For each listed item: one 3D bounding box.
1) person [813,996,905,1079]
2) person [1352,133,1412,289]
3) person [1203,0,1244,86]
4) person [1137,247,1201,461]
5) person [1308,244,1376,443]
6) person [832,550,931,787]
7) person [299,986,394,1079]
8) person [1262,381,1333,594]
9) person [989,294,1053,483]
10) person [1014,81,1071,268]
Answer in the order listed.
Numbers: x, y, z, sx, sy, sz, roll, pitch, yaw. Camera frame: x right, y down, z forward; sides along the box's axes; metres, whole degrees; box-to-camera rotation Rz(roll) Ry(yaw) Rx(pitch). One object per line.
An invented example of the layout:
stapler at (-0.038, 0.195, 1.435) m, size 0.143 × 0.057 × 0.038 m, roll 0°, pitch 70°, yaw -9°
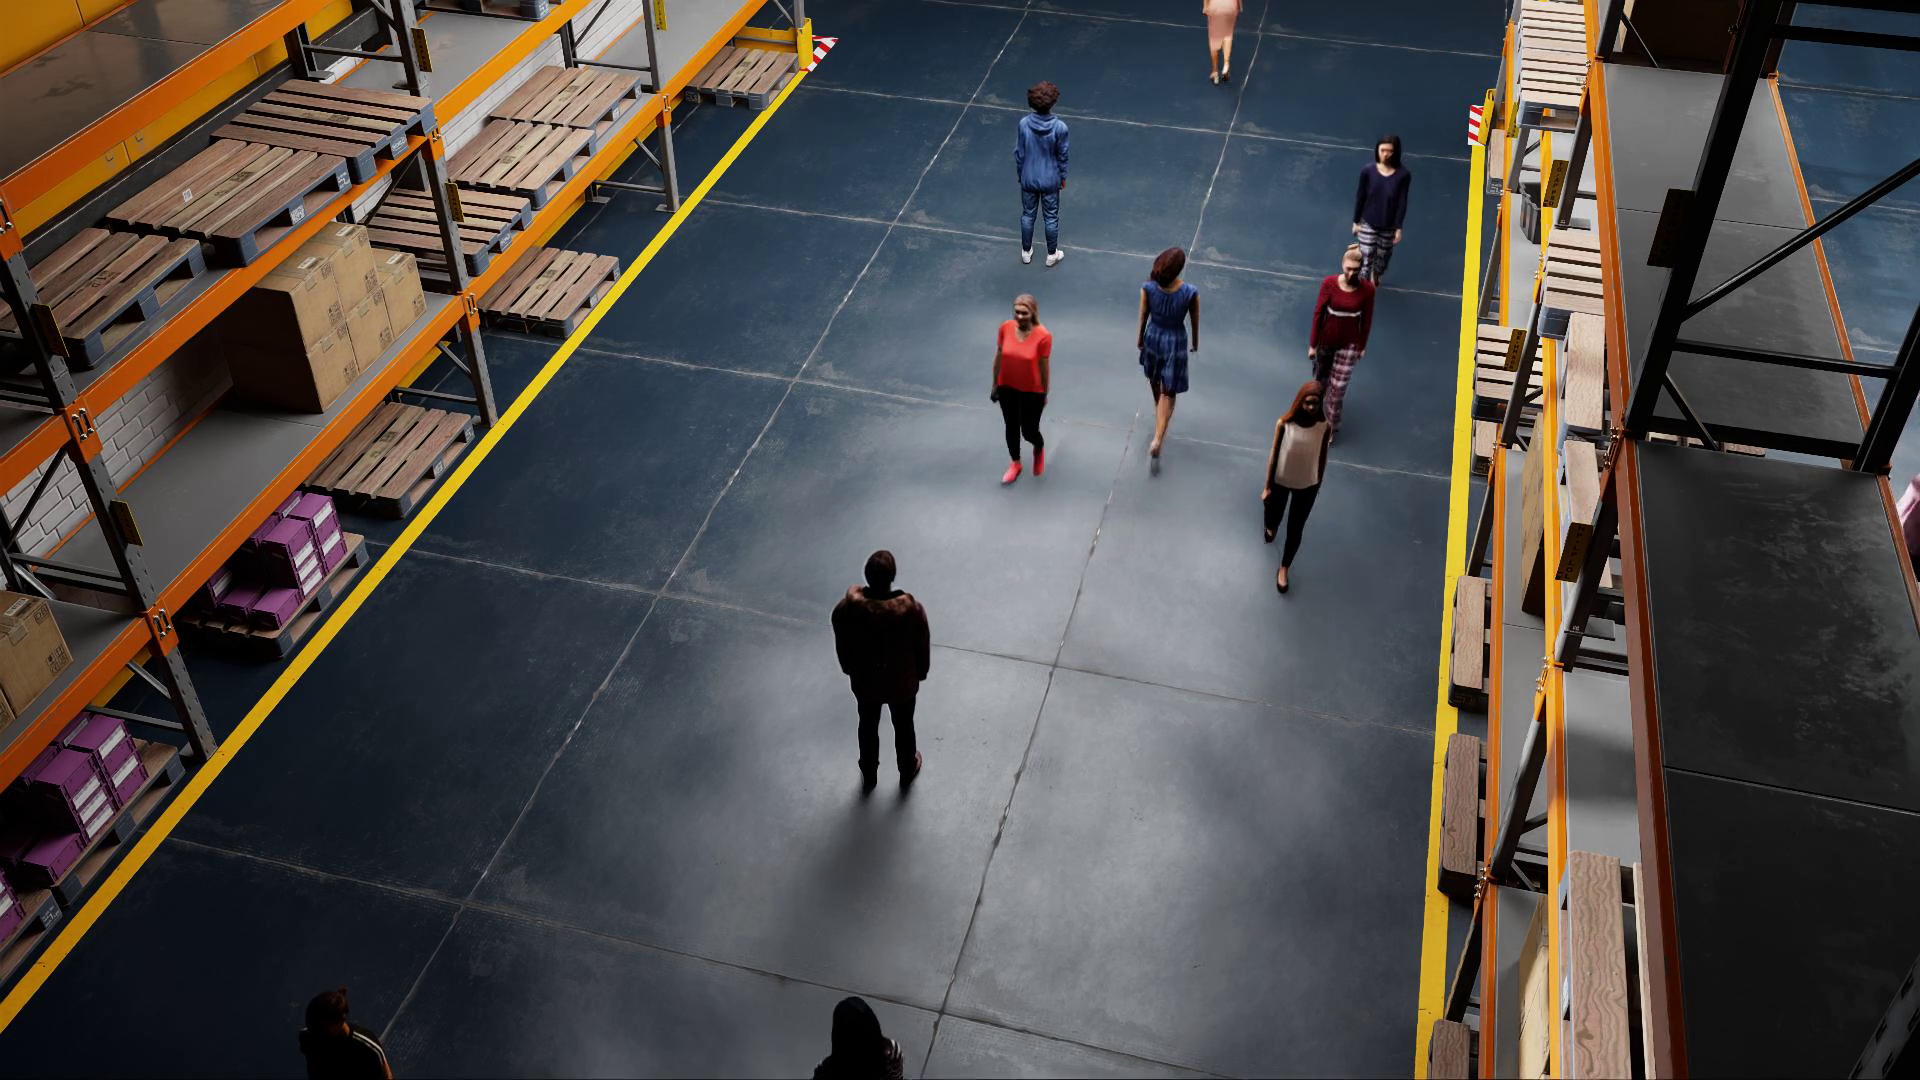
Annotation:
person at (-0.442, 2.855, 7.860) m, size 0.795 × 1.780 × 0.860 m, roll -18°, pitch 42°, yaw -21°
person at (3.819, -2.908, 15.122) m, size 0.627 × 1.721 × 0.822 m, roll 11°, pitch 40°, yaw 14°
person at (3.019, -6.040, 18.965) m, size 0.737 × 1.821 × 0.826 m, roll -3°, pitch 39°, yaw -3°
person at (1.629, -1.453, 13.264) m, size 0.657 × 1.767 × 1.126 m, roll 12°, pitch 40°, yaw 14°
person at (3.094, -1.652, 13.584) m, size 0.613 × 1.680 × 0.901 m, roll 8°, pitch 39°, yaw 10°
person at (-0.471, 0.821, 10.352) m, size 0.809 × 1.848 × 0.747 m, roll 2°, pitch 39°, yaw 3°
person at (-2.923, 2.724, 8.112) m, size 0.583 × 1.669 × 0.510 m, roll 8°, pitch 39°, yaw 10°
person at (2.404, -0.455, 12.062) m, size 0.622 × 1.707 × 0.898 m, roll 5°, pitch 39°, yaw 7°
person at (0.521, -1.220, 13.040) m, size 0.668 × 1.684 × 0.706 m, roll 18°, pitch 42°, yaw 21°
person at (0.769, -3.461, 15.745) m, size 0.676 × 1.809 × 0.554 m, roll 11°, pitch 40°, yaw 13°
